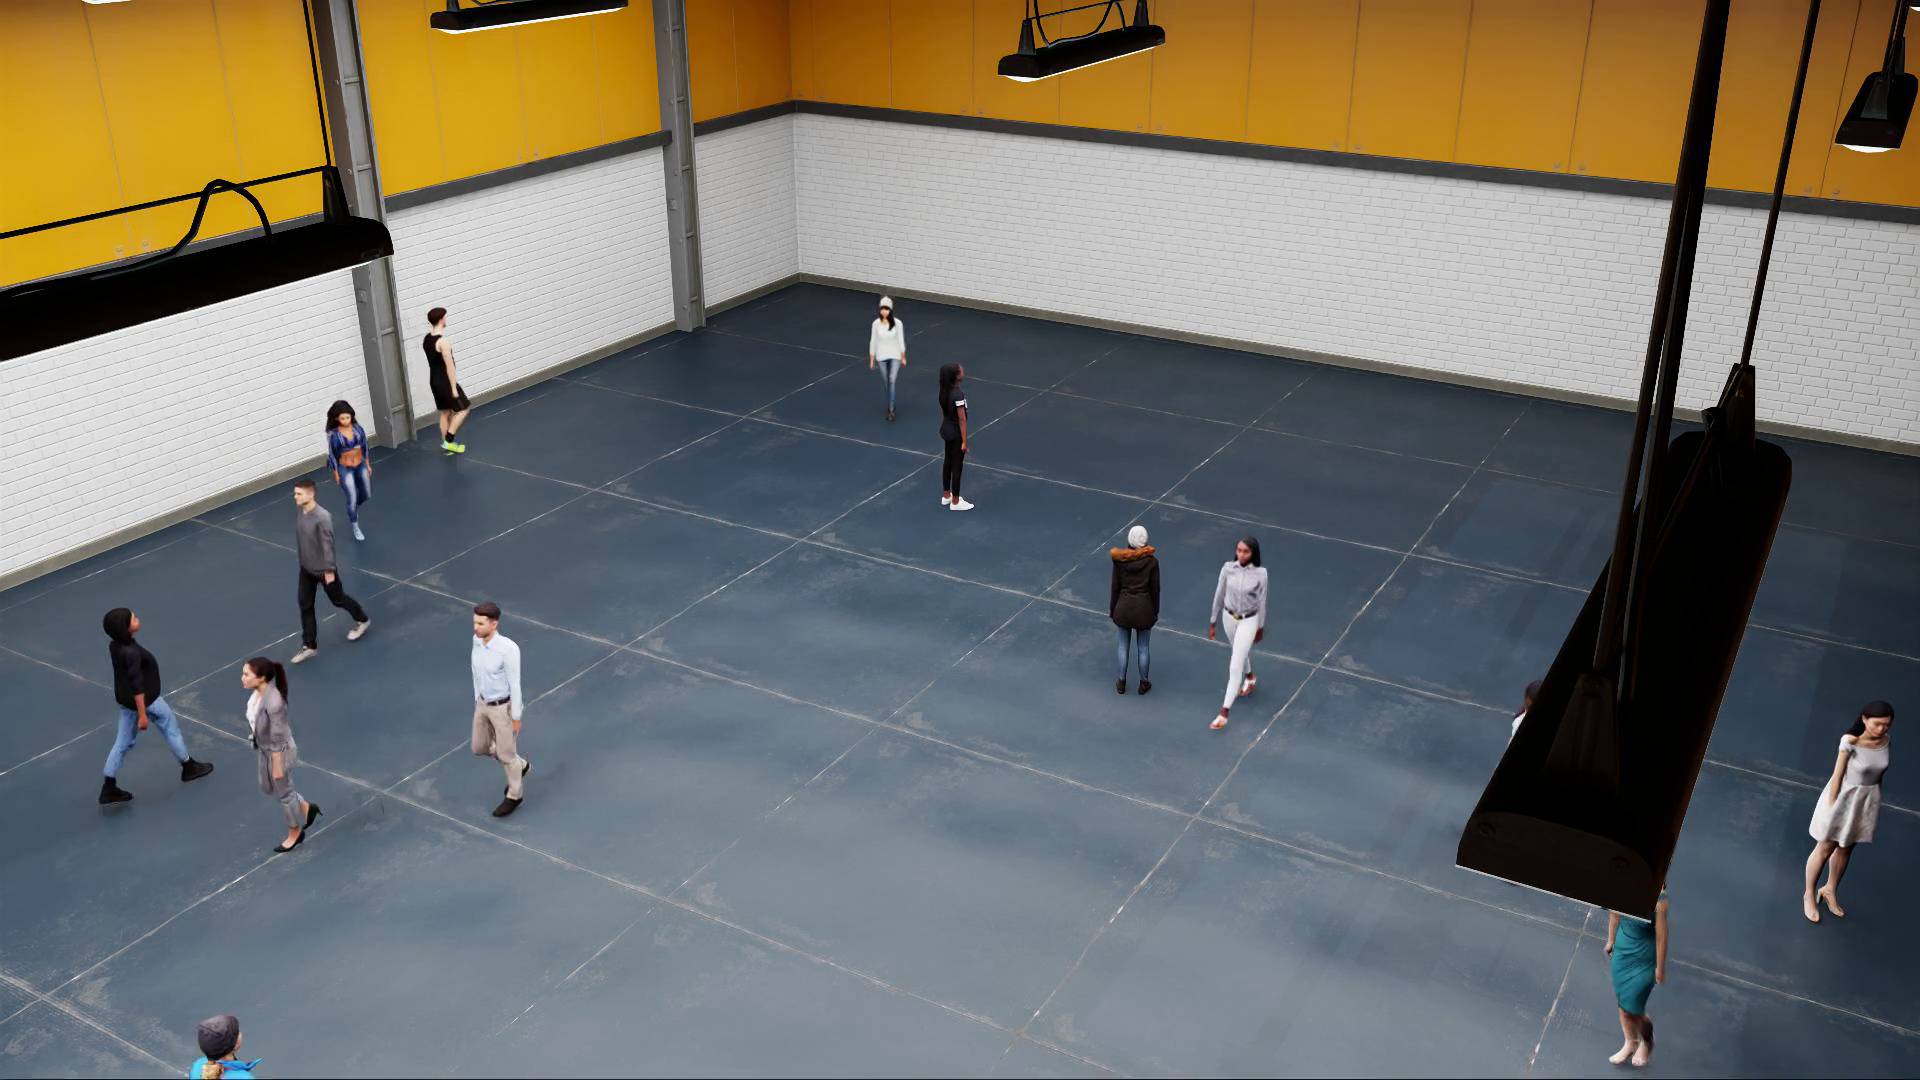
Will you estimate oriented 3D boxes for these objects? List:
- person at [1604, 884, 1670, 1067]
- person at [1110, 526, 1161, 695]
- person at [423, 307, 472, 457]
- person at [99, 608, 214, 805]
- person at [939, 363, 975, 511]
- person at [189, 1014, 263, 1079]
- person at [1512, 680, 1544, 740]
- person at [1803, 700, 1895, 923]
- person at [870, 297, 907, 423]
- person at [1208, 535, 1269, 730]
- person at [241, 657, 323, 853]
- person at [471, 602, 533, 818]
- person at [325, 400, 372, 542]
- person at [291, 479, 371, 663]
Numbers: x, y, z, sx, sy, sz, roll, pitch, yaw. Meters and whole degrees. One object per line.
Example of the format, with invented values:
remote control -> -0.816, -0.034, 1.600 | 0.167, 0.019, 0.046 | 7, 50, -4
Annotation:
person -> 4.292, 2.610, 10.432 | 0.759, 1.666, 0.703 | -12, 26, -25
person -> 1.577, 0.625, 15.014 | 0.697, 1.633, 0.696 | 5, 24, 11
person -> -6.419, -1.913, 20.512 | 0.743, 1.880, 0.697 | 19, 30, 36
person -> -6.653, 1.365, 13.292 | 0.672, 1.656, 1.158 | 18, 29, 35
person -> -0.059, -1.203, 19.073 | 0.737, 1.730, 0.713 | -11, 26, -24
person -> -3.819, 3.320, 8.708 | 0.666, 1.745, 1.166 | 15, 28, 30
person -> 4.134, 1.763, 12.316 | 0.815, 1.708, 0.863 | -12, 26, -25
person -> 6.346, 1.920, 11.872 | 0.775, 1.776, 0.831 | -5, 24, -12
person -> -0.935, -2.422, 21.999 | 0.823, 1.621, 1.025 | 3, 24, 8
person -> 2.502, 0.739, 14.697 | 0.646, 1.677, 1.213 | 14, 27, 29
person -> -5.136, 1.614, 12.707 | 0.797, 1.668, 0.757 | -14, 27, -30
person -> -3.609, 1.304, 13.217 | 0.655, 1.827, 0.735 | 14, 27, 29
person -> -6.705, -0.787, 18.270 | 0.811, 1.611, 0.831 | -18, 29, -35
person -> -6.010, 0.237, 15.785 | 0.637, 1.725, 1.117 | 12, 26, 26
